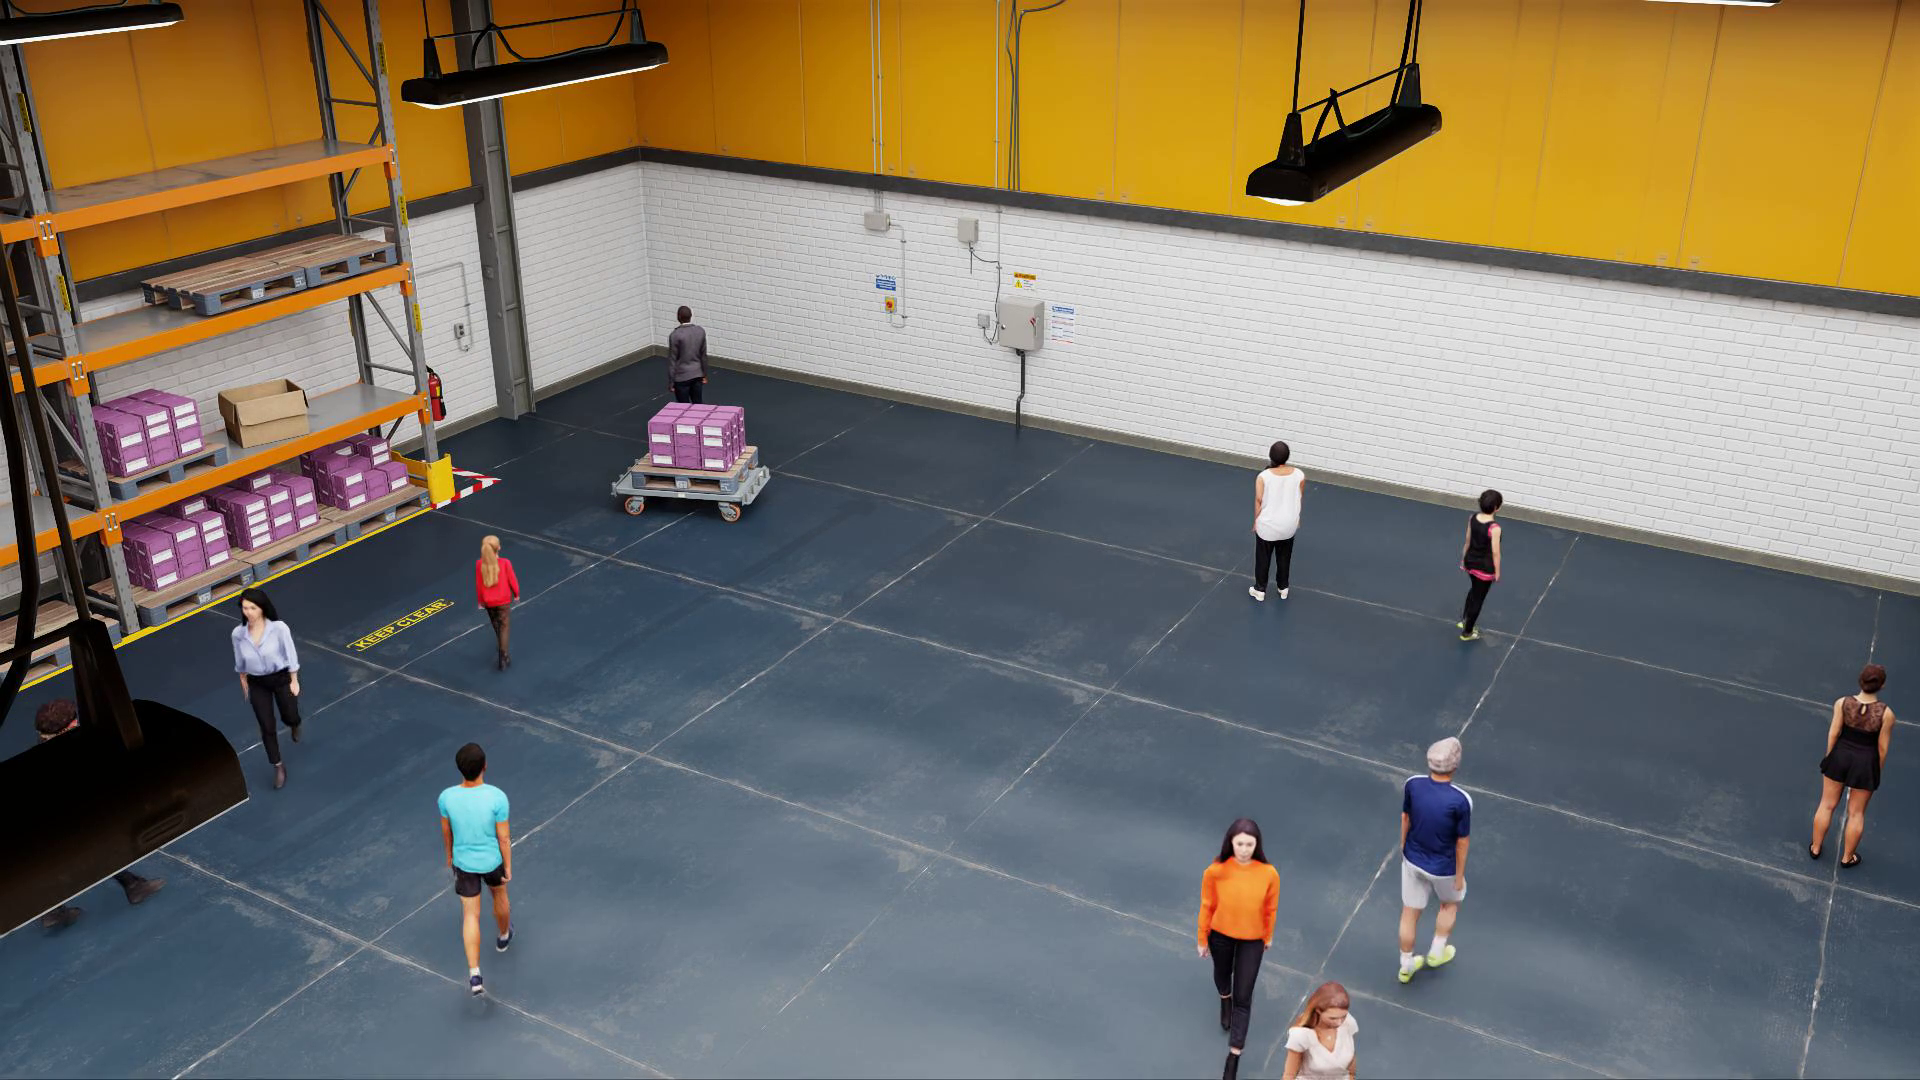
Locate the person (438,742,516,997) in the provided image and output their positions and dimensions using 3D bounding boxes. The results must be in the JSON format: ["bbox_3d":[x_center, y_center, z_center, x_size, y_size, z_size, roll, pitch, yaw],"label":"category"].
[{"bbox_3d":[-3.233,2.218,11.115,1.068,1.744,1.205,-3,24,-8],"label":"person"}]

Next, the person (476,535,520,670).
[{"bbox_3d":[-4.308,0.594,15.445,0.791,1.253,0.956,-1,24,-1],"label":"person"}]

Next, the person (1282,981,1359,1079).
[{"bbox_3d":[1.976,3.092,9.200,0.894,1.678,0.972,-8,25,-17],"label":"person"}]

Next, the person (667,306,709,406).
[{"bbox_3d":[-3.383,-2.026,20.736,0.658,1.815,0.835,-18,29,-35],"label":"person"}]

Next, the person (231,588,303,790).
[{"bbox_3d":[-5.600,1.156,13.568,0.970,1.726,1.047,-2,24,-6],"label":"person"}]

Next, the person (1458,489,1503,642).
[{"bbox_3d":[4.904,0.249,15.875,0.719,1.540,0.676,-10,26,-22],"label":"person"}]

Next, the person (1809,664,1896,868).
[{"bbox_3d":[6.683,1.674,12.449,0.606,1.672,0.600,18,29,35],"label":"person"}]

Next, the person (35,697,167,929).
[{"bbox_3d":[-6.315,1.959,11.720,0.805,1.736,1.135,20,31,38],"label":"person"}]

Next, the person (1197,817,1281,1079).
[{"bbox_3d":[1.745,2.487,10.555,0.847,1.700,1.157,5,24,12],"label":"person"}]

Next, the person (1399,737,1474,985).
[{"bbox_3d":[3.111,2.182,11.100,0.712,1.824,0.770,17,29,34],"label":"person"}]

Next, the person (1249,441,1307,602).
[{"bbox_3d":[3.171,-0.204,16.729,0.756,1.686,0.798,-3,24,-8],"label":"person"}]
